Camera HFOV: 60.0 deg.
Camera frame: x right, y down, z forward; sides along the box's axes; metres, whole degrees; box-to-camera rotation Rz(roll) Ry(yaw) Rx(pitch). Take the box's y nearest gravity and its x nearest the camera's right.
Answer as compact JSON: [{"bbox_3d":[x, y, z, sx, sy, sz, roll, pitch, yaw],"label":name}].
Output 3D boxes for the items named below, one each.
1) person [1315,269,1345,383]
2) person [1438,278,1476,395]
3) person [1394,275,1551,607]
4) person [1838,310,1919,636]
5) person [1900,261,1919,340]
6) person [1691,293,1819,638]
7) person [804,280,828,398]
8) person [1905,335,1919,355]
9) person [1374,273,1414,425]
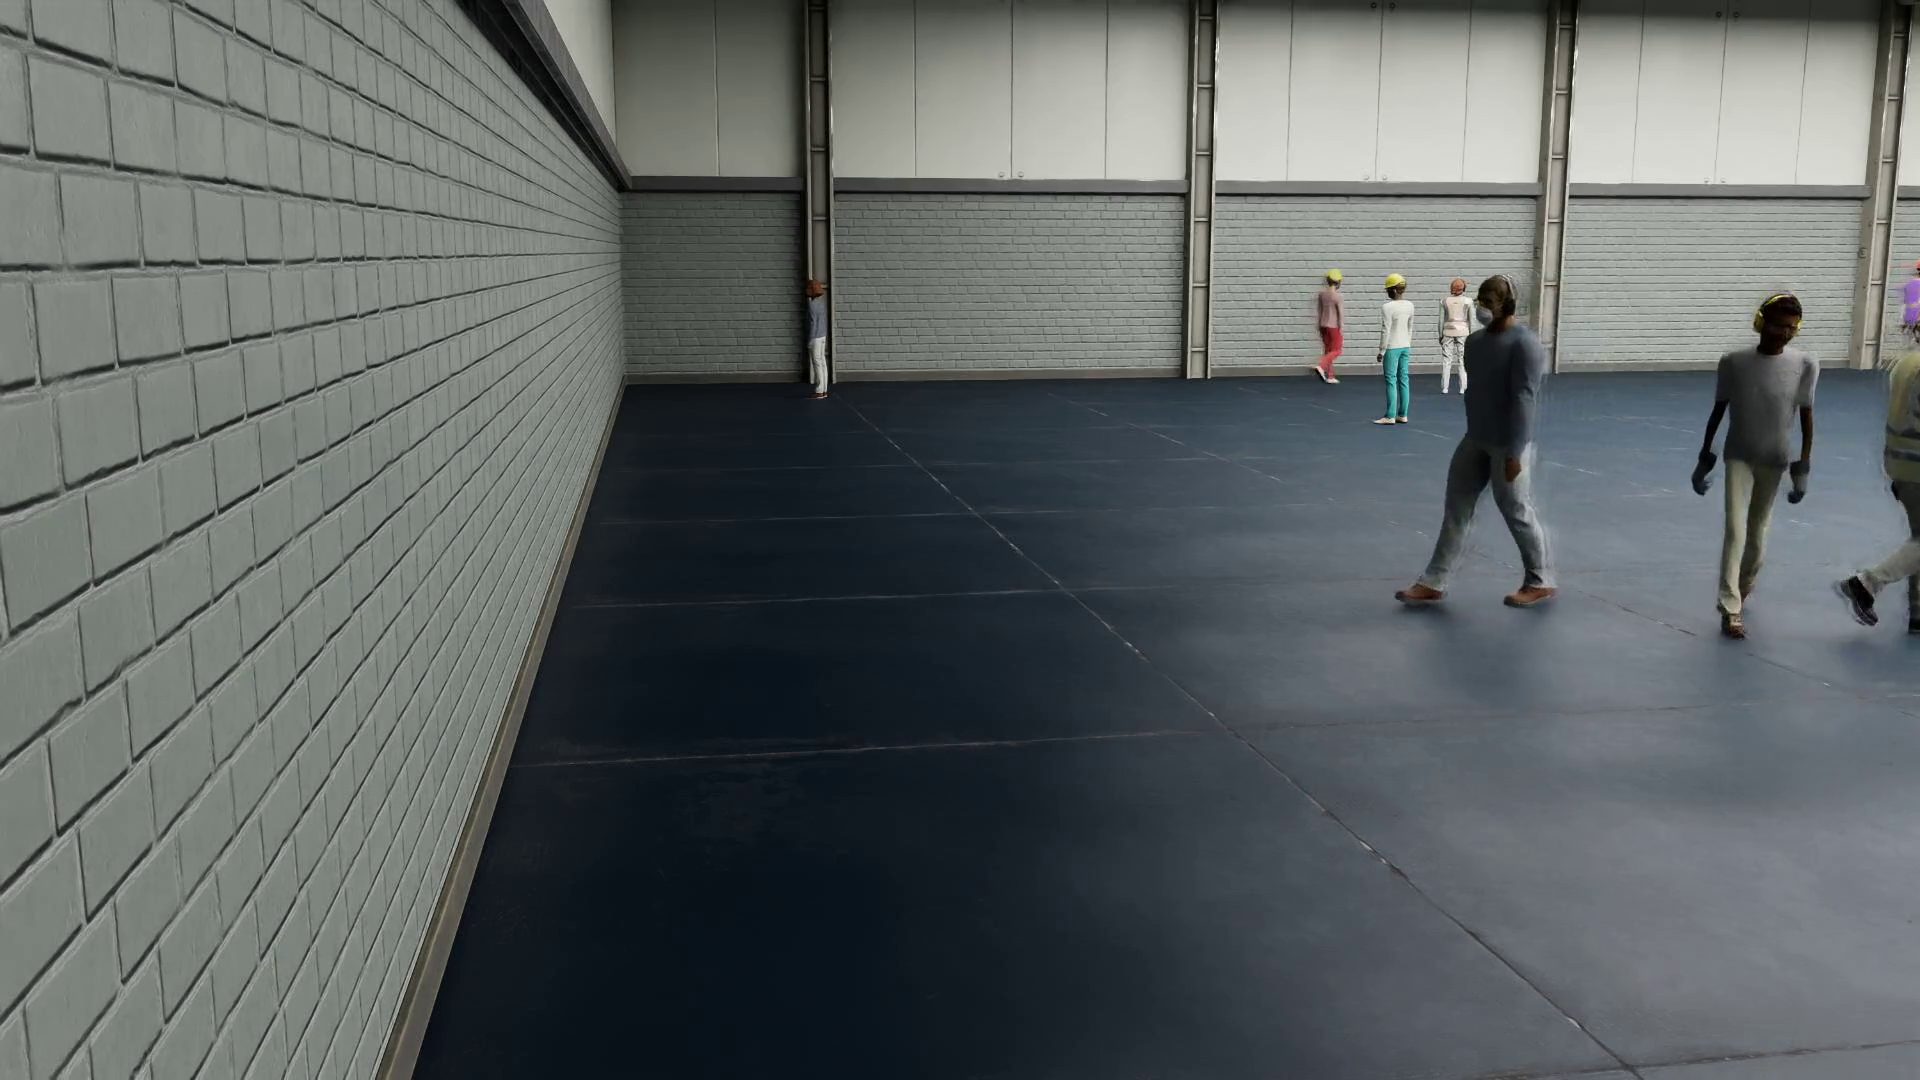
[{"bbox_3d":[5.622,-3.240,25.341,0.520,1.752,0.527,-6,12,-31],"label":"person"},{"bbox_3d":[7.017,-2.870,23.514,0.514,1.642,0.311,5,11,28],"label":"person"},{"bbox_3d":[2.987,-0.541,9.403,0.833,1.909,0.647,-3,10,-19],"label":"person"},{"bbox_3d":[4.989,-0.369,8.682,0.576,1.788,0.607,2,10,10],"label":"person"},{"bbox_3d":[14.842,-3.385,25.700,0.517,1.918,0.549,-2,10,-9],"label":"person"},{"bbox_3d":[4.283,-0.426,8.994,0.585,1.812,0.968,4,11,23],"label":"person"},{"bbox_3d":[-1.996,-2.767,22.940,0.286,1.633,0.500,2,10,14],"label":"person"},{"bbox_3d":[6.012,-0.626,9.990,0.651,1.865,0.950,4,11,20],"label":"person"},{"bbox_3d":[5.082,-2.227,19.457,0.522,1.769,0.310,-7,12,-37],"label":"person"}]
